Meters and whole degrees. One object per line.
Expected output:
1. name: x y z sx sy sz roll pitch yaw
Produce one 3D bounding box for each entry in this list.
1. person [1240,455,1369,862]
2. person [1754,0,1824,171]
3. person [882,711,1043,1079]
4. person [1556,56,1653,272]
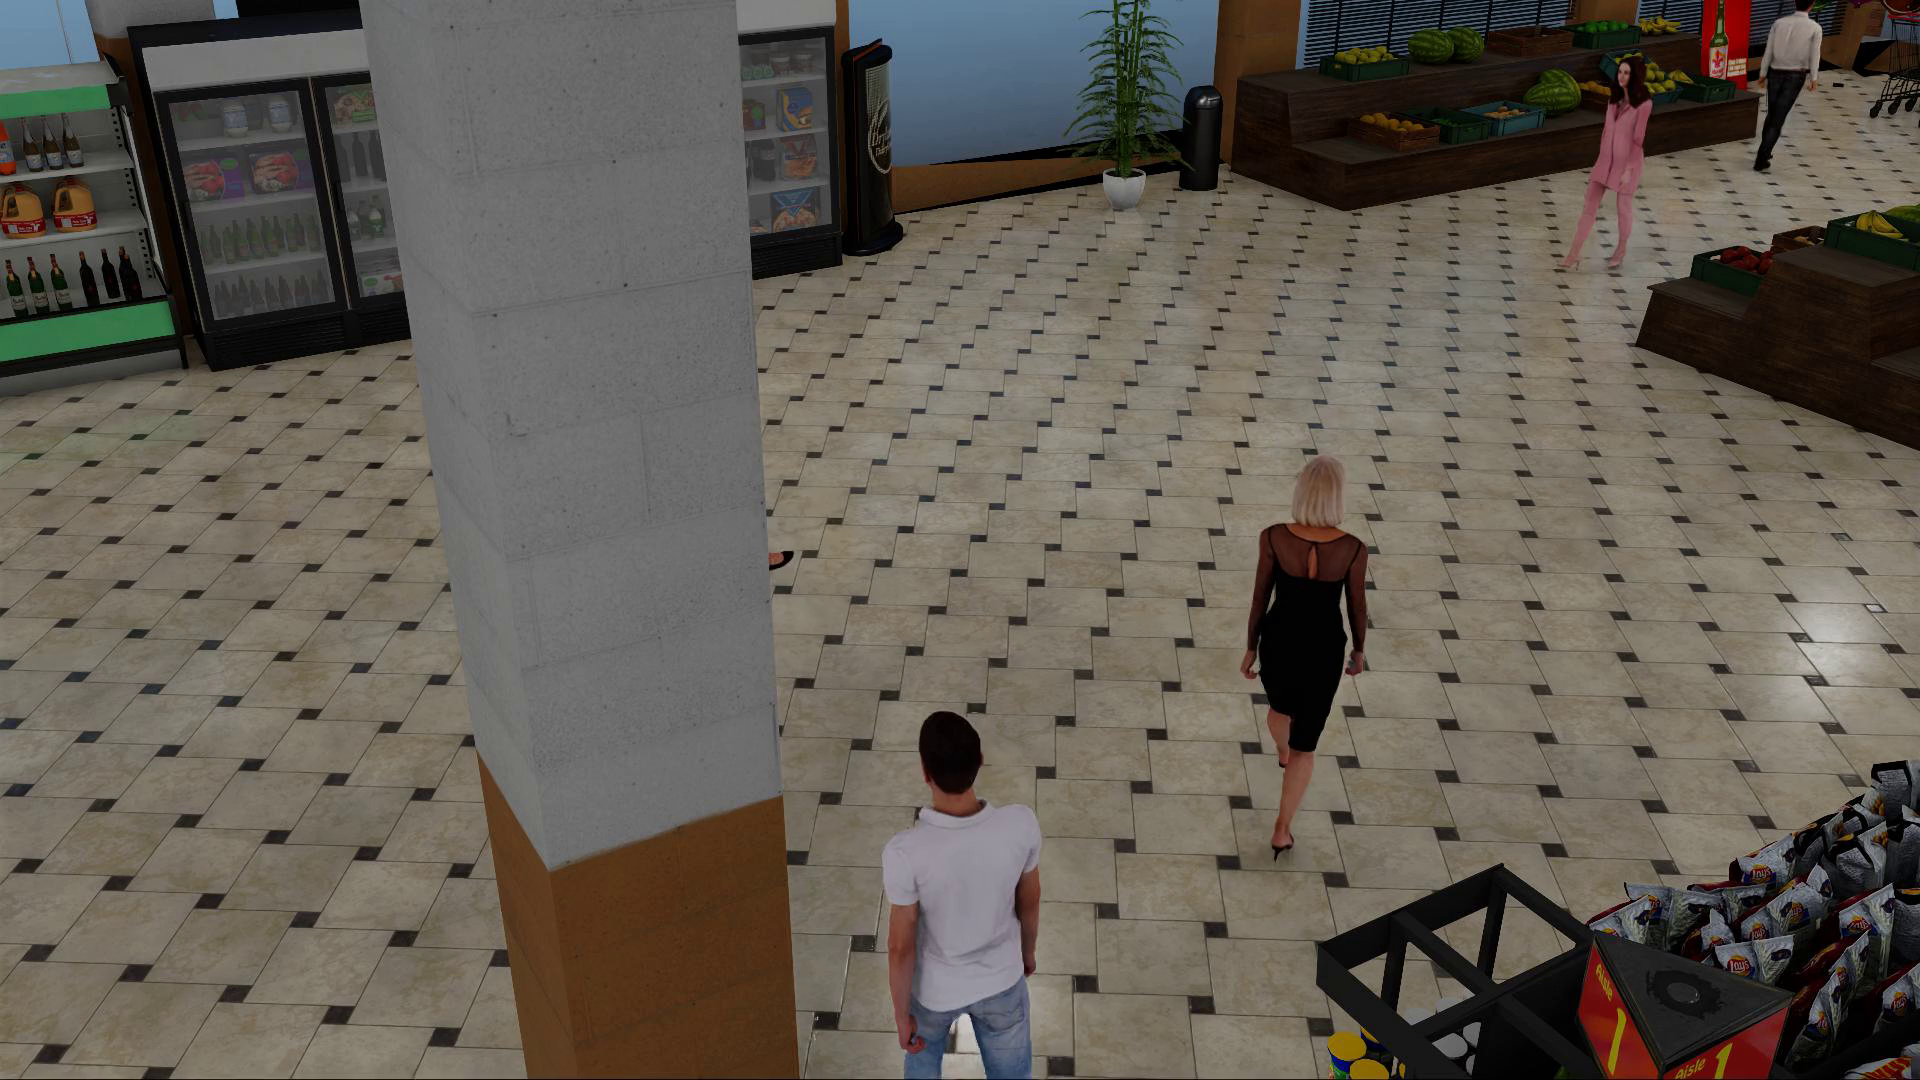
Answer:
1. person: 1.367 0.531 6.741 1.012 1.701 1.144 10 29 20
2. person: 8.312 -4.629 16.813 0.764 1.794 0.800 24 35 39
3. person: 0.057 1.383 4.931 1.183 1.818 0.929 -7 28 -13
4. person: 5.538 -3.095 13.820 1.040 1.764 0.669 -18 32 -31
